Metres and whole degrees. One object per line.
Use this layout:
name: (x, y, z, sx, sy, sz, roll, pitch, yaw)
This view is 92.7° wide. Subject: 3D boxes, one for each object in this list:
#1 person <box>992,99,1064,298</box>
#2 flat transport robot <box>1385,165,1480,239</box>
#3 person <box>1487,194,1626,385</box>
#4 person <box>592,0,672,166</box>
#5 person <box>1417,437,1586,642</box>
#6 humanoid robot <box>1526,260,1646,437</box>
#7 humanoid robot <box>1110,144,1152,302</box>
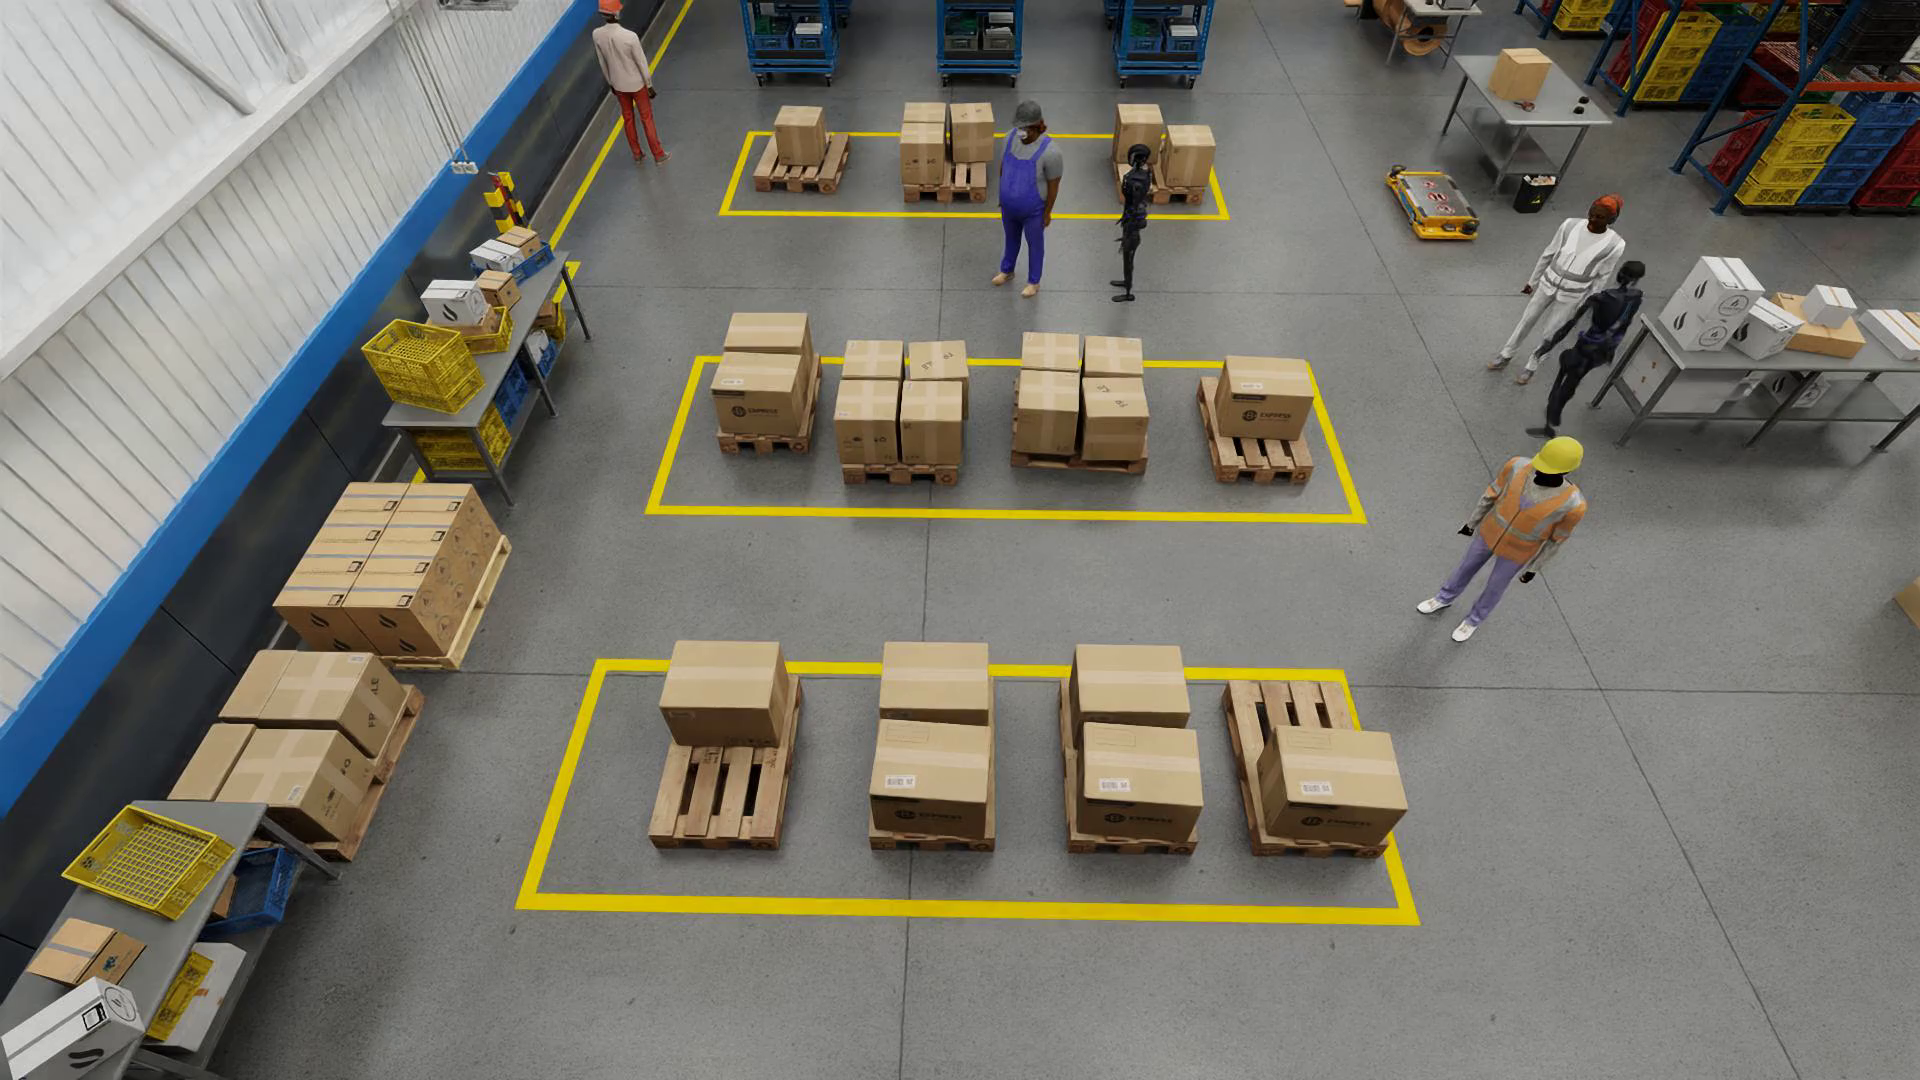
person: (0.646, -3.446, 9.345, 0.678, 2.000, 0.537, 32, 56, 24)
flat transport robot: (5.692, -4.094, 11.059, 0.652, 0.197, 1.431, 1, 49, 1)
person: (5.526, -2.292, 8.448, 0.343, 1.882, 0.586, -31, 56, -24)
person: (-4.046, -5.601, 11.241, 0.609, 1.995, 0.376, 8, 50, 7)
person: (3.821, 0.011, 6.427, 0.379, 1.924, 0.592, -25, 54, -20)
humanoid robot: (5.518, -1.664, 8.057, 0.619, 1.644, 0.541, -10, 50, -9)
humanoid robot: (1.745, -3.235, 9.392, 0.326, 1.657, 0.593, 4, 49, 3)
